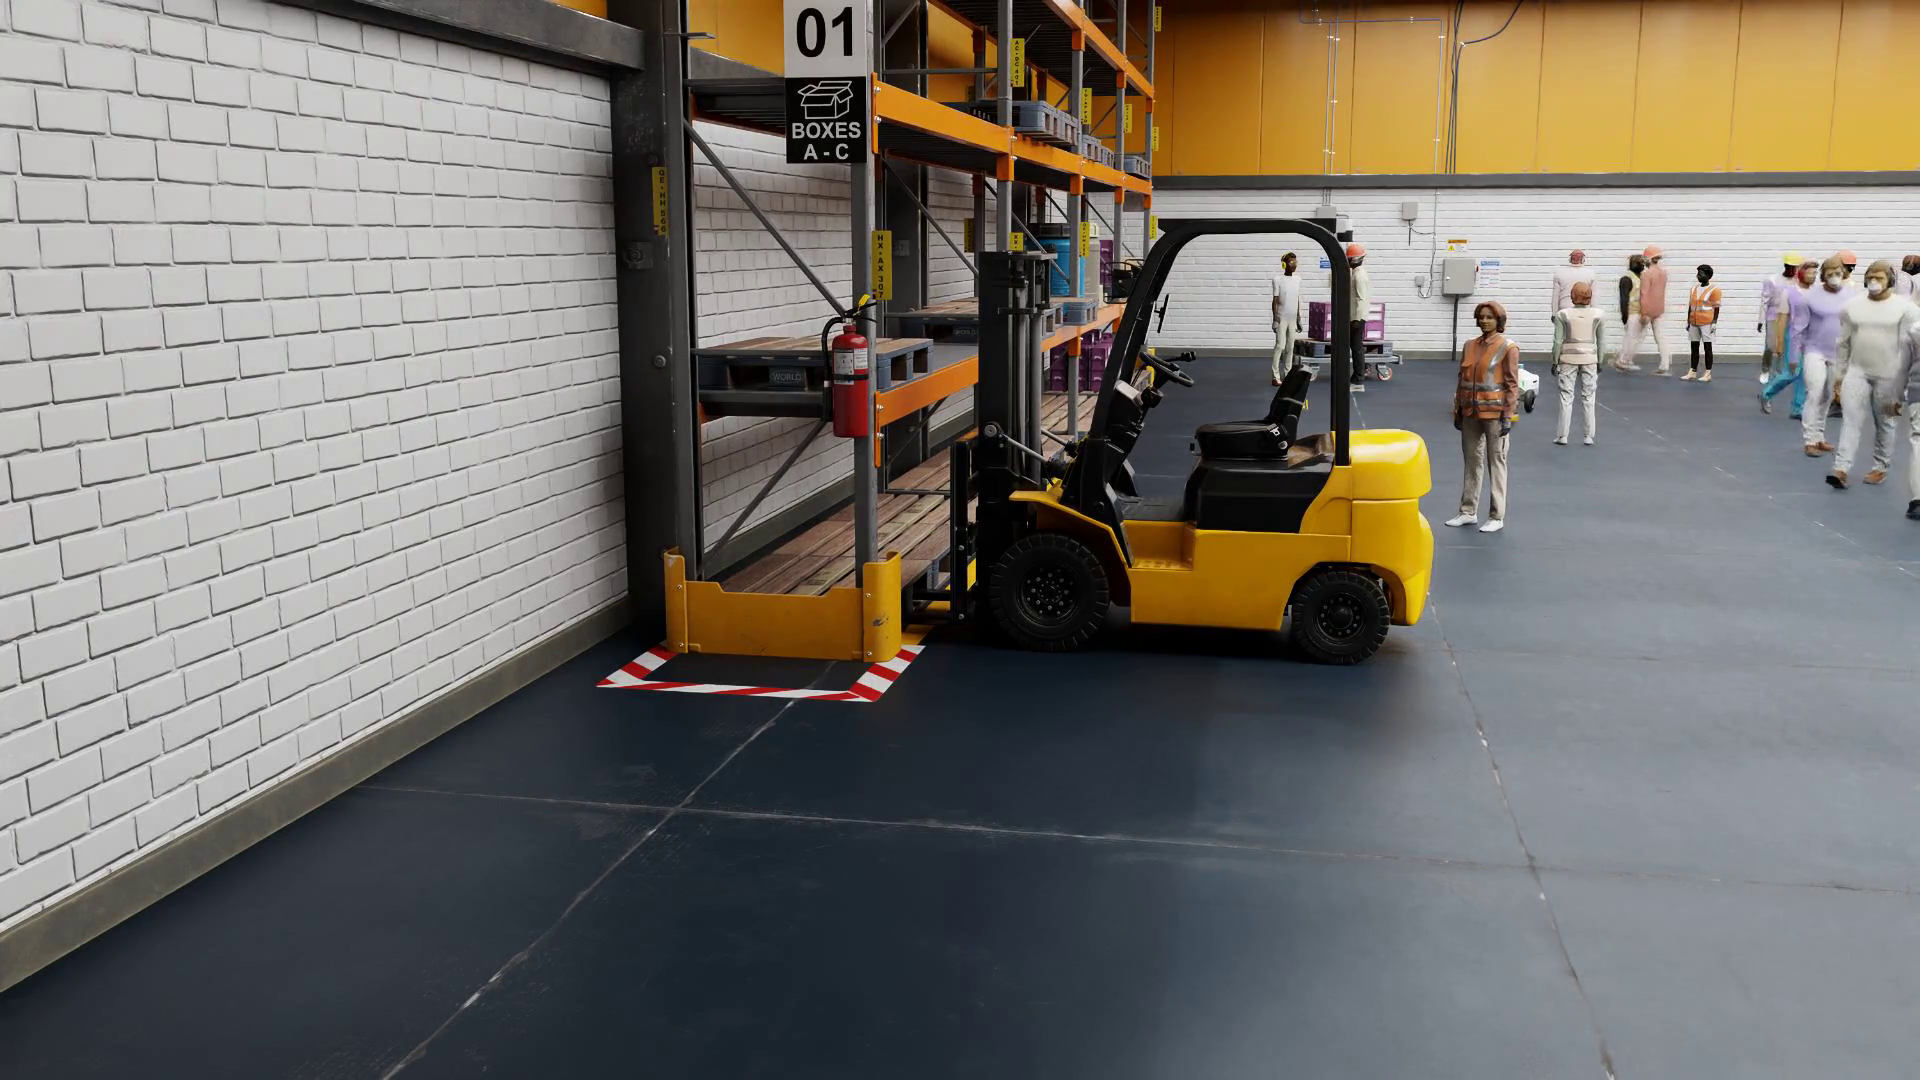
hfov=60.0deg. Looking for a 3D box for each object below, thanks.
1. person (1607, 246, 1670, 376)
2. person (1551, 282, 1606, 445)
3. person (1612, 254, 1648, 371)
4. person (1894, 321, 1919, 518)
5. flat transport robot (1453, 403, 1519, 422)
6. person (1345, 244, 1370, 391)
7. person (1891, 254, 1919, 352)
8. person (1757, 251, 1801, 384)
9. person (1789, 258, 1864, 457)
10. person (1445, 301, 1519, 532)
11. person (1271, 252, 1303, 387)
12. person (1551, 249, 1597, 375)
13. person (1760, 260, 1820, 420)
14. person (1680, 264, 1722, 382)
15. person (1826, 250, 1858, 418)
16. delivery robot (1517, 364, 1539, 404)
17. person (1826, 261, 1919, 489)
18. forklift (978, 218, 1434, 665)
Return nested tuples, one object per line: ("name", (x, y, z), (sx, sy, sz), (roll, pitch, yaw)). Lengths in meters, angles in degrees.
("person", (10.403, -3.467, 25.216), (0.657, 1.935, 1.031), (-6, 12, -31))
("person", (6.208, -1.764, 16.712), (0.512, 1.642, 0.311), (2, 10, 10))
("person", (10.543, -3.566, 26.080), (0.464, 1.825, 0.636), (10, 14, 43))
("person", (7.337, -1.052, 12.483), (0.597, 1.777, 0.966), (7, 12, 33))
("flat transport robot", (6.082, -1.545, 19.271), (0.652, 0.197, 1.431), (3, 11, 14))
("person", (5.360, -3.013, 22.593), (0.394, 1.990, 0.622), (2, 10, 10))
("person", (13.330, -3.097, 23.470), (0.429, 1.842, 0.629), (5, 12, 26))
("person", (11.462, -3.072, 23.180), (0.612, 1.894, 0.494), (2, 11, 13))
("person", (8.313, -1.751, 15.993), (0.647, 1.902, 0.710), (1, 10, 4))
("person", (3.745, -0.880, 11.869), (0.306, 1.641, 0.522), (-6, 12, -30))
("person", (4.588, -3.081, 23.295), (0.514, 1.876, 0.328), (-6, 12, -29))
("person", (9.302, -3.448, 25.217), (0.651, 1.906, 0.403), (4, 11, 19))
("person", (9.564, -2.281, 19.046), (0.575, 1.831, 0.543), (-4, 11, -20))
("person", (10.738, -3.134, 24.070), (0.318, 1.695, 0.540), (-5, 11, -24))
("person", (10.211, -2.390, 19.334), (0.358, 1.937, 0.548), (5, 12, 26))
("delivery robot", (6.742, -1.883, 20.086), (0.477, 0.478, 0.707), (7, 12, 32))
("person", (7.578, -1.363, 13.839), (1.003, 1.882, 0.651), (-10, 14, -44))
("forklift", (1.285, -0.567, 8.635), (2.313, 2.155, 1.214), (2, 11, 11))
